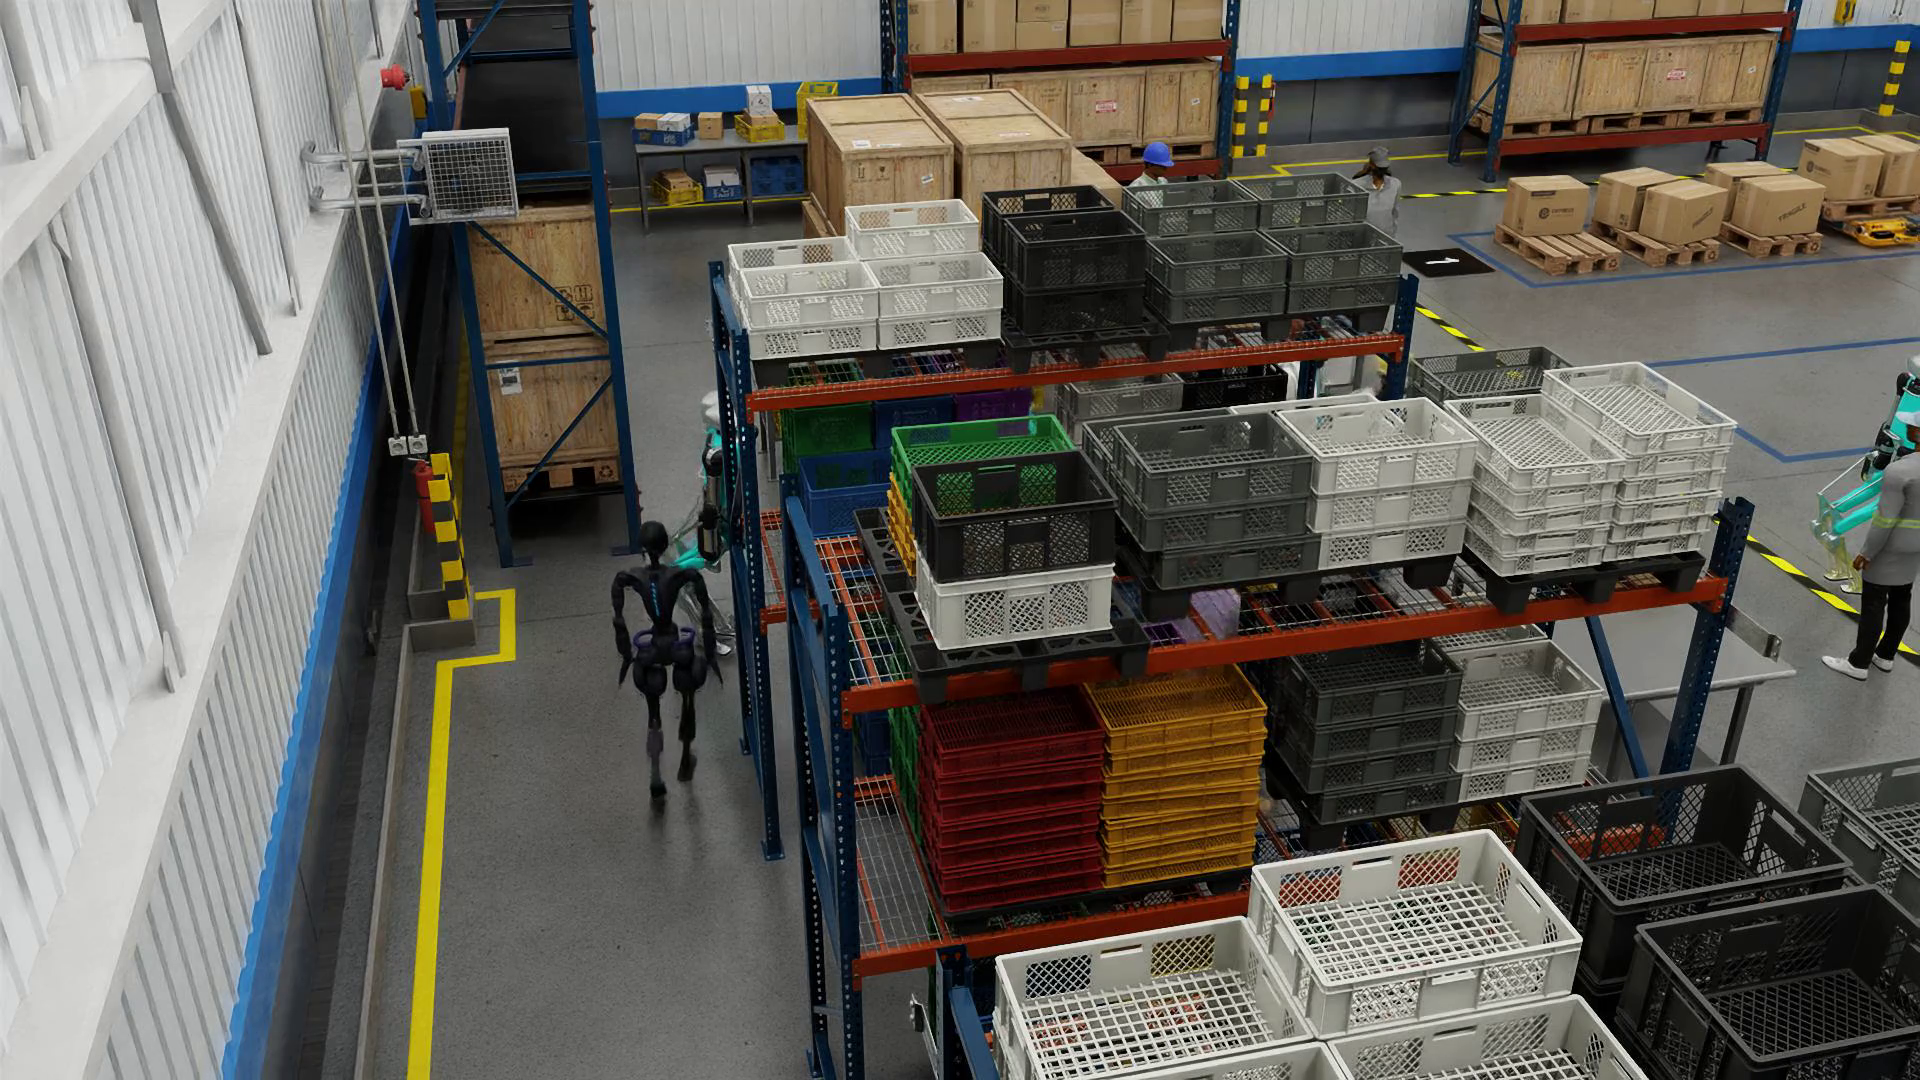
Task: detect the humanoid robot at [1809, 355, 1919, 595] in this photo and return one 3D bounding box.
[{"bbox_3d":[6.075,-0.430,11.142,0.735,1.677,0.533,-1,28,-2],"label":"humanoid robot"}]

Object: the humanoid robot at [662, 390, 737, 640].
[{"bbox_3d":[-1.701,-0.113,10.688,0.681,1.801,0.538,2,28,4],"label":"humanoid robot"}]

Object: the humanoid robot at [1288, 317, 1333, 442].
[{"bbox_3d":[2.689,-0.827,12.066,0.729,1.811,0.550,-6,28,-11],"label":"humanoid robot"}]

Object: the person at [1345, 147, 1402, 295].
[{"bbox_3d":[3.908,-2.889,15.916,0.574,1.768,0.401,-5,28,-9],"label":"person"}]

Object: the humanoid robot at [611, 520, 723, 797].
[{"bbox_3d":[-1.630,0.693,9.230,0.595,1.627,0.536,-1,28,-3],"label":"humanoid robot"}]

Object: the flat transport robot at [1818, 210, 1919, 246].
[{"bbox_3d":[10.213,-3.682,19.003,0.652,0.197,1.431,-6,28,-12],"label":"flat transport robot"}]

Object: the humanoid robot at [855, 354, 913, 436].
[{"bbox_3d":[-0.563,-0.904,12.272,0.612,1.649,0.329,19,33,32],"label":"humanoid robot"}]

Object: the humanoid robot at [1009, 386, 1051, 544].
[{"bbox_3d":[0.597,-0.216,10.922,0.816,1.806,0.577,10,29,18],"label":"humanoid robot"}]

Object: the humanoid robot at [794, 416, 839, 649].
[{"bbox_3d":[-0.849,-0.074,10.676,0.610,1.651,0.303,21,34,34],"label":"humanoid robot"}]

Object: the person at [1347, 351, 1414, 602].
[{"bbox_3d":[2.853,-0.440,11.210,0.597,1.829,0.404,24,36,38],"label":"person"}]

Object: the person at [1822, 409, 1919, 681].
[{"bbox_3d":[5.807,0.009,10.330,0.596,1.852,0.378,-11,30,-20],"label":"person"}]

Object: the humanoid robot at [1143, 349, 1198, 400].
[{"bbox_3d":[1.640,-0.927,12.355,0.594,1.631,0.769,23,35,36],"label":"humanoid robot"}]

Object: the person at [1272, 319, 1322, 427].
[{"bbox_3d":[2.317,-0.679,11.602,0.356,1.884,0.574,10,29,18],"label":"person"}]

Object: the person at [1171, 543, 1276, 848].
[{"bbox_3d":[1.318,0.790,8.700,1.023,1.989,0.637,-18,33,-30],"label":"person"}]

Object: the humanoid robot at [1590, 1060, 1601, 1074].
[{"bbox_3d":[1.908,2.318,6.154,0.737,1.868,0.540,-4,28,-7],"label":"humanoid robot"}]

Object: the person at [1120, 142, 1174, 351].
[{"bbox_3d":[1.741,-2.732,15.443,0.411,1.939,0.604,20,34,33],"label":"person"}]

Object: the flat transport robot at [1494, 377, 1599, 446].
[{"bbox_3d":[4.780,-1.036,14.013,0.659,0.231,1.431,-6,28,-12],"label":"flat transport robot"}]

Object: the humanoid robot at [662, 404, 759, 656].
[{"bbox_3d":[-1.631,-0.095,10.511,0.735,1.673,0.533,11,30,19],"label":"humanoid robot"}]
